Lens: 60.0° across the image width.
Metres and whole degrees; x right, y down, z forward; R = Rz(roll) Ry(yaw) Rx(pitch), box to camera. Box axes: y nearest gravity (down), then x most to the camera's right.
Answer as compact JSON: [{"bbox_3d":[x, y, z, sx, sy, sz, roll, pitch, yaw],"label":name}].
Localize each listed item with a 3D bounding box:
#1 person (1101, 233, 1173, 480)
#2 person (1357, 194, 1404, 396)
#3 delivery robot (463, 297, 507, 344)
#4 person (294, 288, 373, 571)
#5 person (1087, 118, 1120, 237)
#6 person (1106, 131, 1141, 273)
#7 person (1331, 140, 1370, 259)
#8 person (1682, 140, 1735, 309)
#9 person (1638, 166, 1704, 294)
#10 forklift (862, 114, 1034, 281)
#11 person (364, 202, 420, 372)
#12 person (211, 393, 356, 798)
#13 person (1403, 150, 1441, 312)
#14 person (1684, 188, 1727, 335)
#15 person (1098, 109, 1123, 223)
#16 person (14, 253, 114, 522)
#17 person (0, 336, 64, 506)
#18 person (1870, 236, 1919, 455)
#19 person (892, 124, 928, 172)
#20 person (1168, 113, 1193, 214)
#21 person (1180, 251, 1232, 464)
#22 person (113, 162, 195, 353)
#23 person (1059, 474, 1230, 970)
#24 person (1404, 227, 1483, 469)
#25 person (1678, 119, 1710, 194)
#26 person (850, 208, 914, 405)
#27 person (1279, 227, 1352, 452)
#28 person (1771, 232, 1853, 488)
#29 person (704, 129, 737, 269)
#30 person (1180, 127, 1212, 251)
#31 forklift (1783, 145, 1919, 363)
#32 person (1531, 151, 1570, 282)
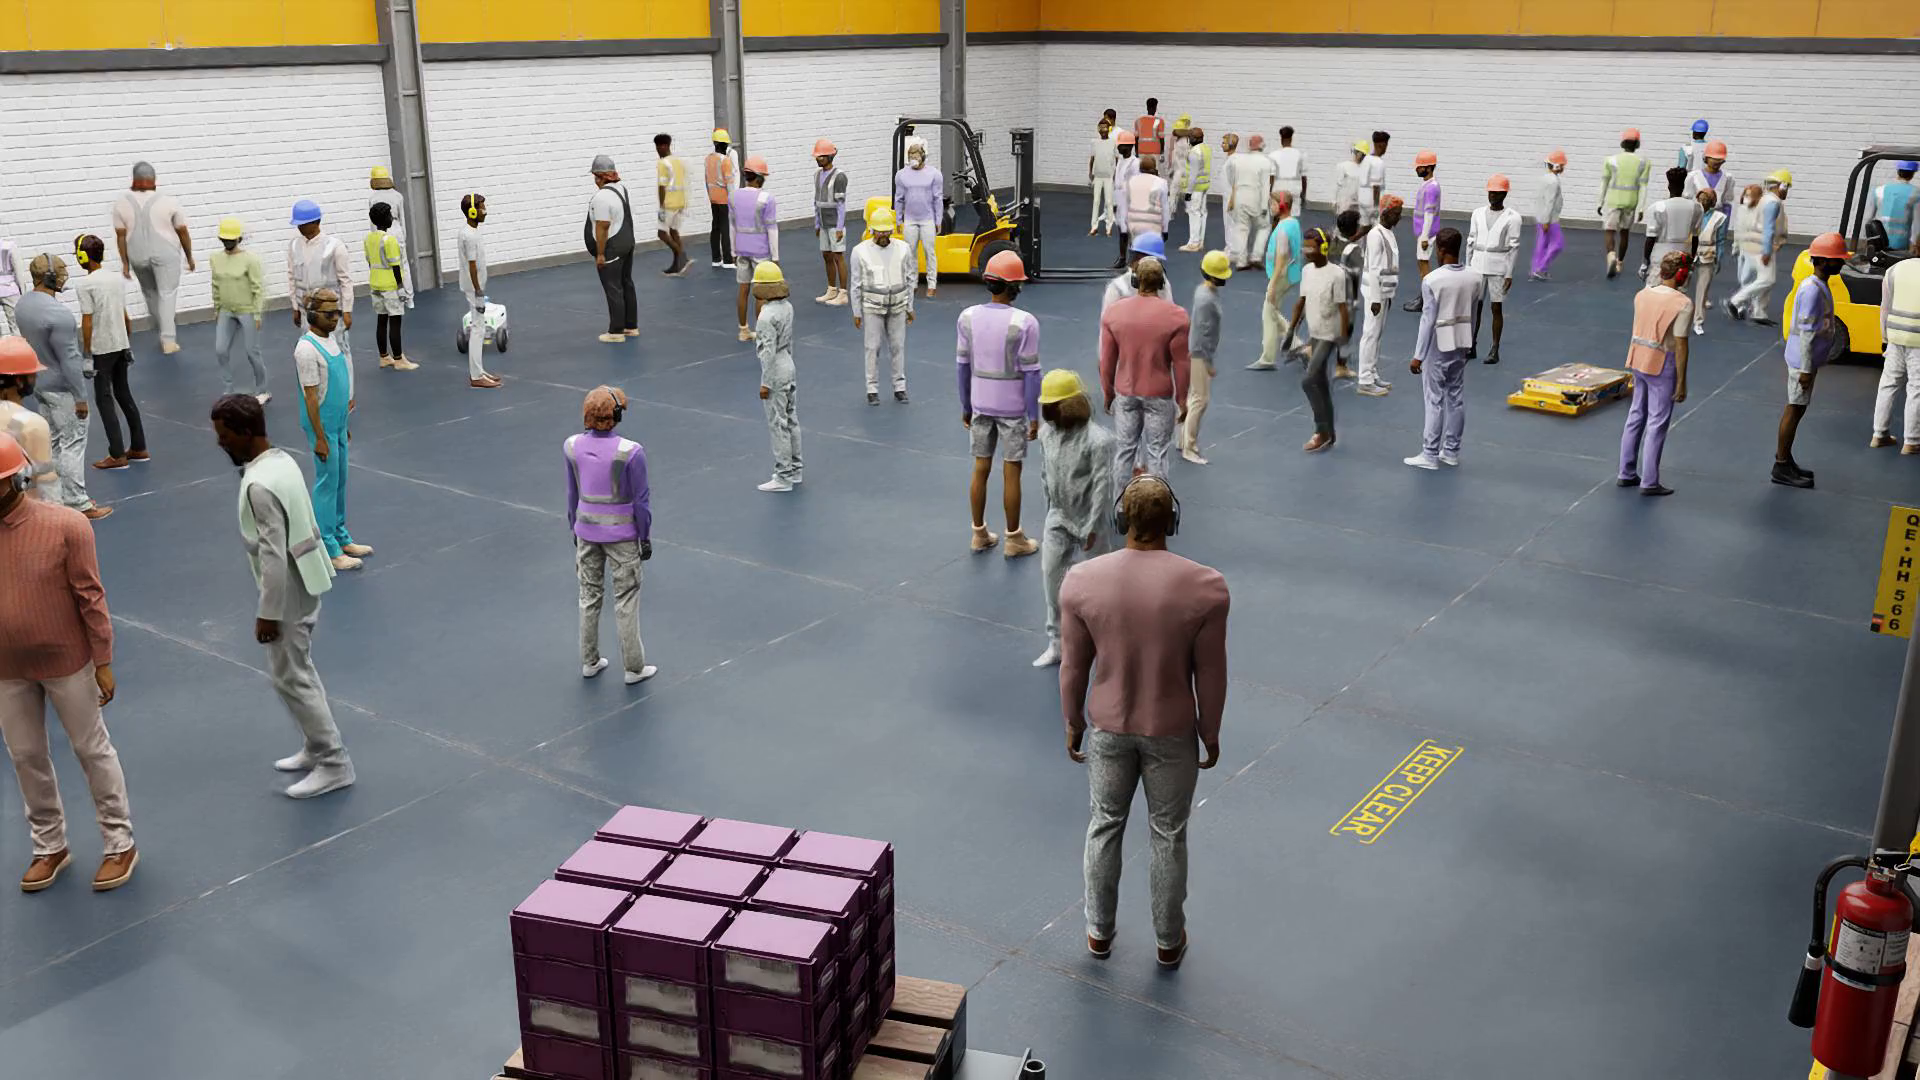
[{"bbox_3d":[1.423,-1.441,13.016,0.603,1.894,0.754,-14,22,-37],"label":"person"},{"bbox_3d":[3.990,-2.328,15.791,0.355,1.884,0.573,8,19,22],"label":"person"},{"bbox_3d":[-5.130,-2.380,17.952,0.477,0.478,0.707,-1,18,-4],"label":"delivery robot"},{"bbox_3d":[-4.109,-0.724,10.840,0.324,1.841,0.517,-1,18,-3],"label":"person"},{"bbox_3d":[2.316,-5.822,26.744,0.514,1.871,0.327,6,19,18],"label":"person"},{"bbox_3d":[2.286,-4.675,23.043,0.369,1.939,0.542,-8,19,-23],"label":"person"},{"bbox_3d":[5.648,-4.919,24.151,0.789,1.730,0.349,-4,18,-12],"label":"person"},{"bbox_3d":[9.056,-3.816,20.217,0.602,2.035,0.407,1,18,5],"label":"person"},{"bbox_3d":[7.523,-2.966,17.658,0.608,1.963,0.374,-1,18,-3],"label":"person"},{"bbox_3d":[-0.171,-4.594,22.377,2.313,2.155,1.214,1,18,3],"label":"forklift"},{"bbox_3d":[-5.773,-2.551,16.791,0.532,1.697,0.319,15,23,38],"label":"person"},{"bbox_3d":[-3.115,0.241,7.735,0.468,1.896,0.627,-5,18,-15],"label":"person"},{"bbox_3d":[5.590,-3.726,20.098,0.391,1.929,0.546,4,18,11],"label":"person"},{"bbox_3d":[8.301,-3.134,18.713,0.515,1.636,0.314,7,19,20],"label":"person"},{"bbox_3d":[2.601,-6.427,28.567,0.390,1.913,0.588,-9,20,-26],"label":"person"},{"bbox_3d":[-6.362,-1.062,11.771,0.636,1.928,0.384,13,22,35],"label":"person"},{"bbox_3d":[-4.974,-0.103,8.766,0.572,1.921,0.572,7,19,21],"label":"person"},{"bbox_3d":[7.858,-1.628,13.671,0.429,1.844,0.623,-8,19,-23],"label":"person"},{"bbox_3d":[-0.798,-5.786,26.535,0.585,1.928,0.369,-5,18,-14],"label":"person"},{"bbox_3d":[3.990,-6.729,29.771,0.532,1.757,0.336,-2,18,-7],"label":"person"},{"bbox_3d":[1.978,-1.500,13.473,0.409,1.726,0.702,4,18,12],"label":"person"},{"bbox_3d":[-8.618,-3.079,17.886,0.698,2.000,1.024,-2,18,-6],"label":"person"},{"bbox_3d":[0.679,0.699,6.252,0.625,1.933,0.376,4,18,13],"label":"person"},{"bbox_3d":[3.842,-1.508,13.182,0.587,1.914,0.392,-10,20,-29],"label":"person"},{"bbox_3d":[11.125,-5.373,25.207,0.608,1.951,0.378,-1,18,-3],"label":"person"},{"bbox_3d":[-0.708,-2.150,15.343,0.601,1.819,0.403,-6,19,-19],"label":"person"},{"bbox_3d":[2.957,-1.648,13.734,0.565,1.839,0.527,-6,19,-17],"label":"person"},{"bbox_3d":[6.509,-1.379,12.737,0.358,1.938,0.542,9,20,27],"label":"person"},{"bbox_3d":[-3.353,-4.797,23.445,0.365,1.927,0.587,-16,24,-41],"label":"person"},{"bbox_3d":[3.557,-5.308,25.192,0.430,1.839,0.619,10,20,27],"label":"person"},{"bbox_3d":[9.803,-2.879,17.013,2.313,2.155,1.214,12,21,33],"label":"forklift"},{"bbox_3d":[7.911,-4.322,22.268,0.398,1.734,0.568,1,18,4],"label":"person"}]
